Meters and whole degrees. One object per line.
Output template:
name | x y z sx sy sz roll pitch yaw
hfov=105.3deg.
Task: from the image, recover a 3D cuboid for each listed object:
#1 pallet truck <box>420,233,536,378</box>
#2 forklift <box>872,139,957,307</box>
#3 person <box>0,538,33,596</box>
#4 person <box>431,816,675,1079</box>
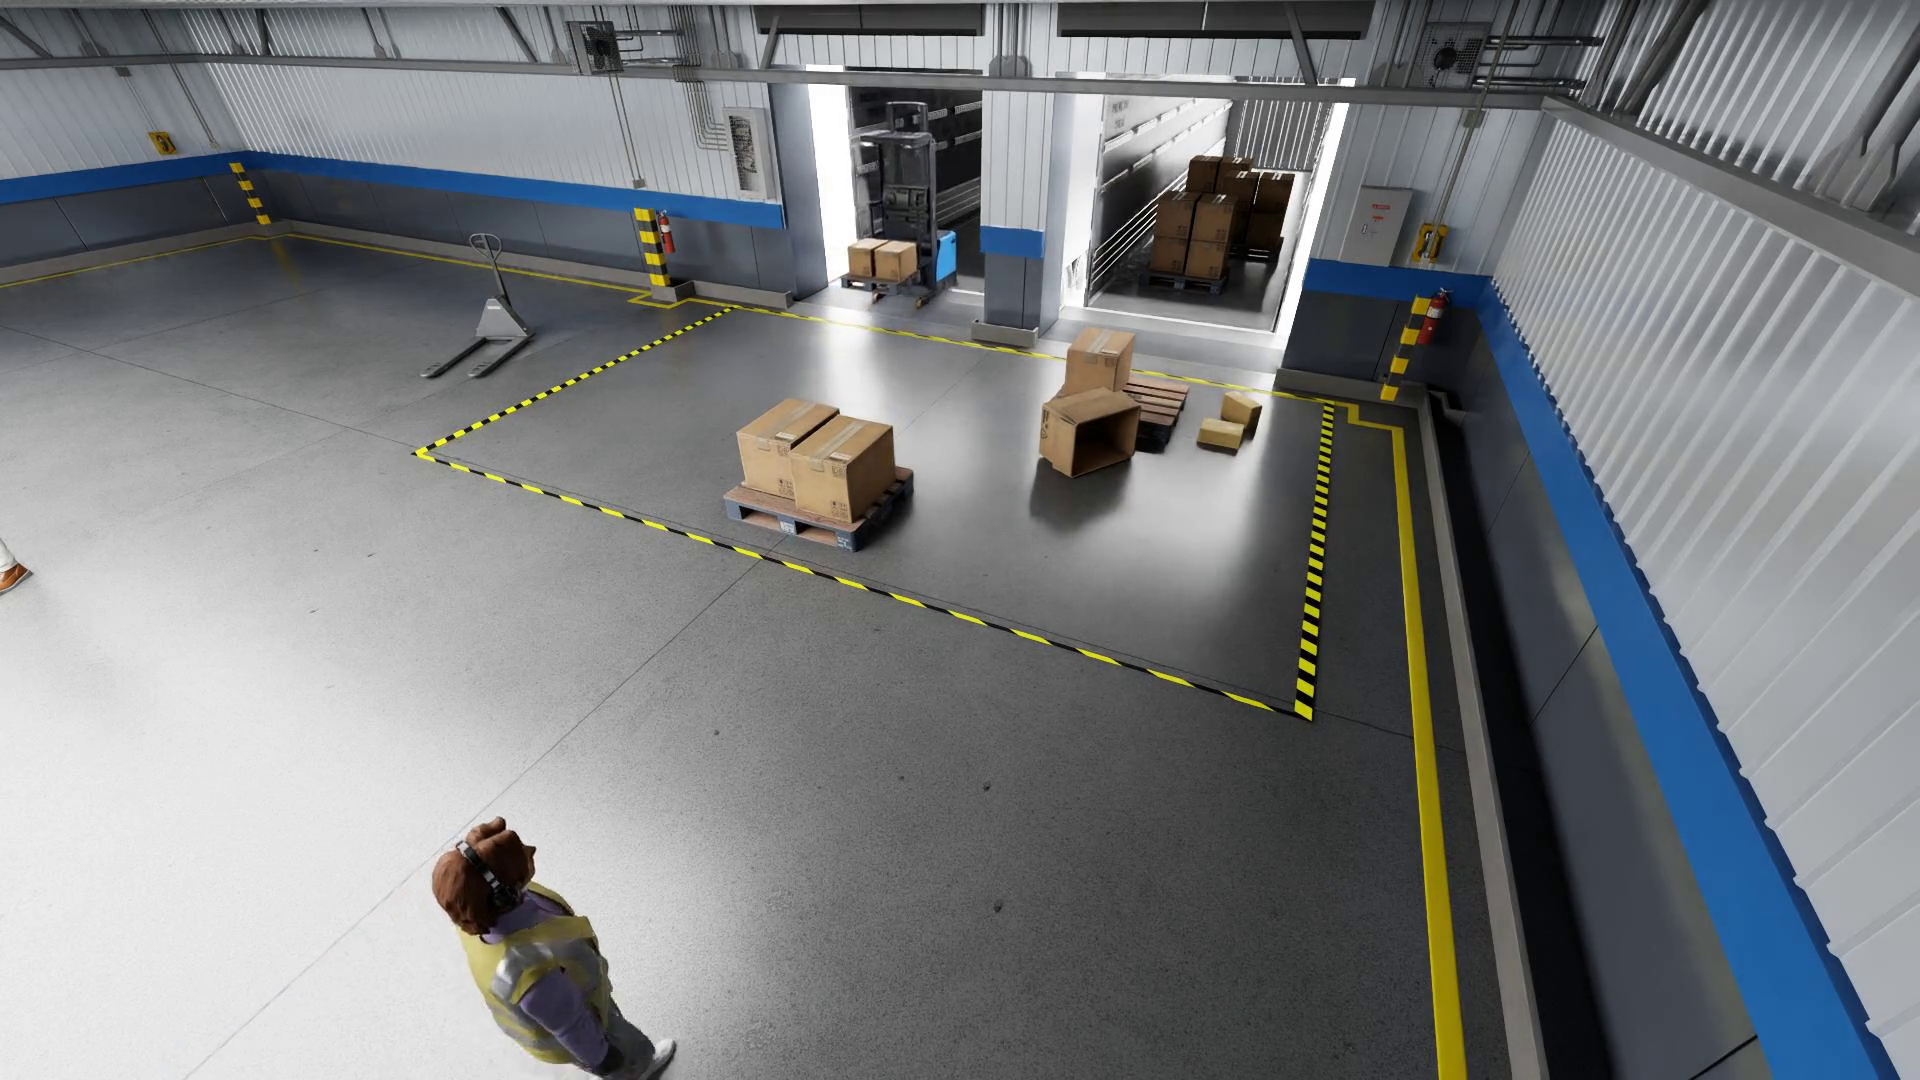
pallet truck | -5.664 -2.712 8.427 0.680 1.201 1.601 0 35 -1
forklift | -0.543 -4.547 10.313 0.716 2.013 0.776 14 38 19
person | -6.873 -0.450 4.641 0.610 1.945 0.403 0 35 0
person | -1.264 1.463 2.226 0.513 1.625 0.545 29 44 34
